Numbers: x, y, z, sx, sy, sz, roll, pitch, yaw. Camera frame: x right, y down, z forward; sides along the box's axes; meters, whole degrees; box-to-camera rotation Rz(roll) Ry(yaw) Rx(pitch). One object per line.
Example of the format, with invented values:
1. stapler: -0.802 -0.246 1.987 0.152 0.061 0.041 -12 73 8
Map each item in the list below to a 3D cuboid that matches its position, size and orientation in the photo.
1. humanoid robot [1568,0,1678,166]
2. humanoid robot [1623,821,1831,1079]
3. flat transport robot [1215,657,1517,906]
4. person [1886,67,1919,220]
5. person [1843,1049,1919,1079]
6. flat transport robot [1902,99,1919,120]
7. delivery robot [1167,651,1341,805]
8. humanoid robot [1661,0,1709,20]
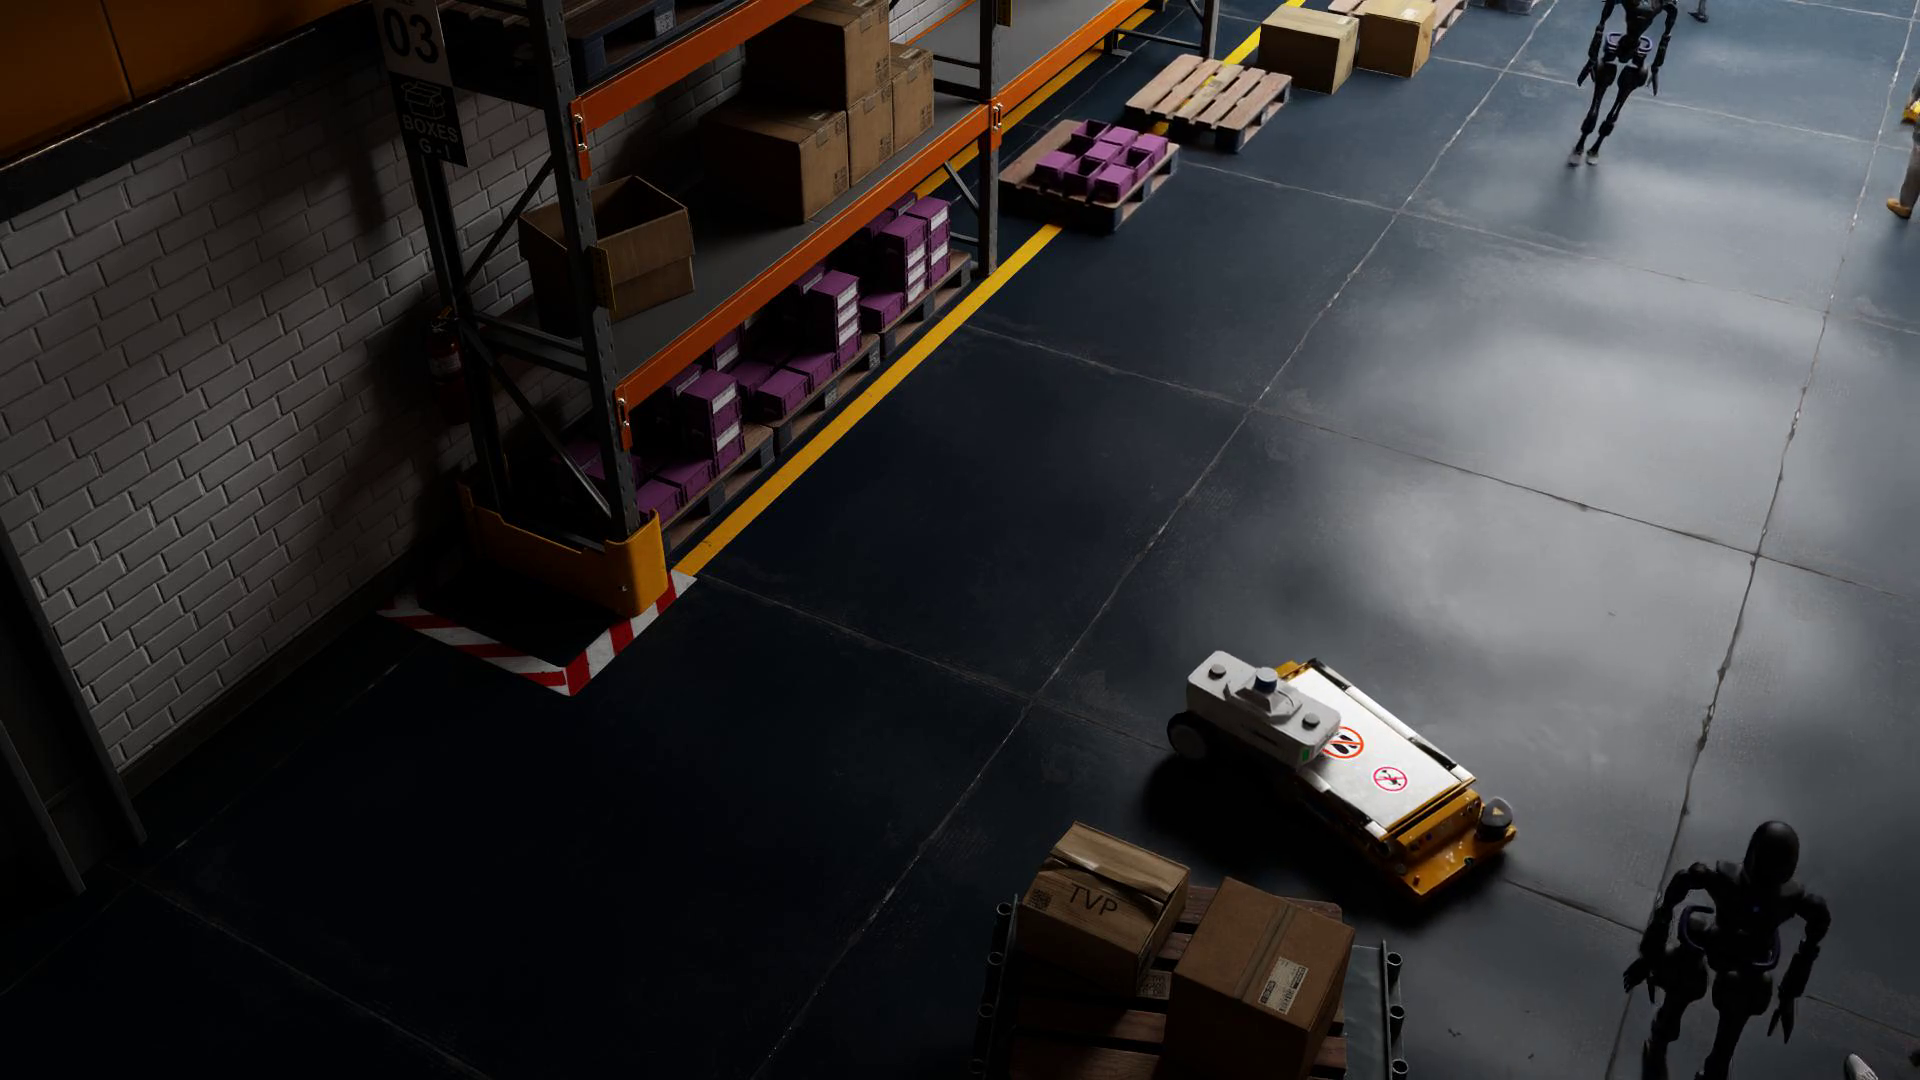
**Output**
1. humanoid robot: 5.021 -3.611 12.614 0.586 1.647 0.431 8 39 10
2. humanoid robot: 2.796 1.591 6.111 0.595 1.633 0.558 14 41 17
3. flat transport robot: 1.855 1.076 7.874 0.659 0.231 1.431 -25 45 -28
4. person: 7.156 -3.189 11.922 0.627 1.872 0.475 13 40 15
5. person: 3.657 1.765 5.784 0.538 1.799 0.945 -17 42 -20
6. flat transport robot: 8.471 -3.759 13.919 0.659 0.231 1.431 28 46 30
7. delivery robot: 1.408 0.853 7.940 0.803 0.614 0.499 28 46 30
8. humanoid robot: 6.748 -5.644 15.185 0.591 1.621 0.791 -8 39 -10
